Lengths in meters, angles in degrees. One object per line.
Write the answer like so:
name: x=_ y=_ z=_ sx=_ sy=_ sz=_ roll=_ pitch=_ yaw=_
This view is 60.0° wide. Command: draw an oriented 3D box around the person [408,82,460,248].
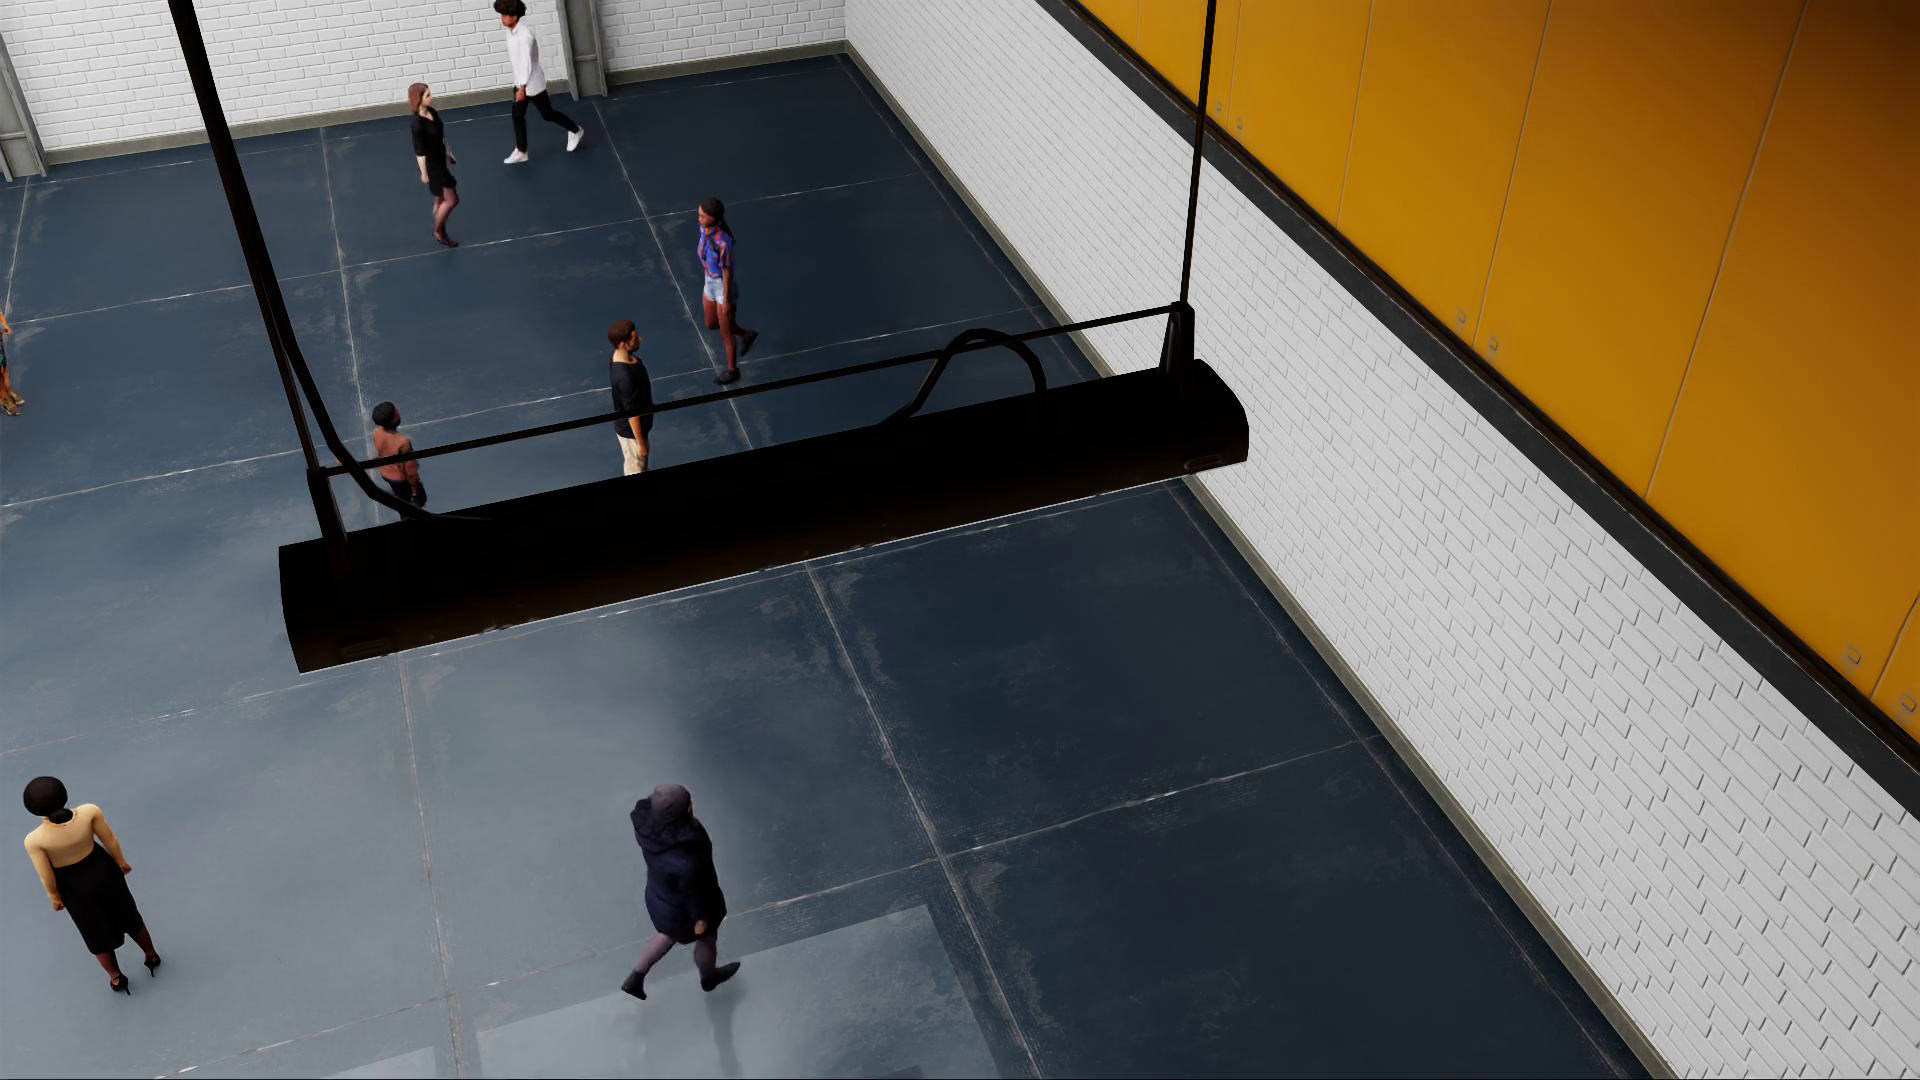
person: x=-5.123 y=-3.581 z=15.982 sx=0.691 sy=1.693 sz=0.674 roll=1 pitch=39 yaw=2

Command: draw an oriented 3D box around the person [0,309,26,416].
person: x=-8.221 y=-1.763 z=13.899 sx=0.748 sy=1.453 sz=0.688 roll=20 pitch=43 yaw=23

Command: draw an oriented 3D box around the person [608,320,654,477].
person: x=-2.458 y=-0.843 z=12.428 sx=0.538 sy=1.851 sz=0.638 roll=-11 pitch=40 yaw=-13

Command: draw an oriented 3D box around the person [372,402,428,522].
person: x=-4.234 y=-0.459 z=12.431 sx=0.706 sy=1.247 sz=0.769 roll=18 pitch=42 yaw=21

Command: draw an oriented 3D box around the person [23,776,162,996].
person: x=-4.794 y=1.894 z=9.158 sx=0.718 sy=1.653 sz=0.608 roll=31 pitch=48 yaw=33

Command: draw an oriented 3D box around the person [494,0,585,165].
person: x=-4.444 y=-4.850 z=17.512 sx=1.243 sy=1.768 sz=0.923 roll=-31 pitch=48 yaw=-33

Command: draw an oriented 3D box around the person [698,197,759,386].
person: x=-1.951 y=-2.151 z=14.162 sx=0.890 sy=1.730 sz=0.763 roll=-30 pitch=47 yaw=-32

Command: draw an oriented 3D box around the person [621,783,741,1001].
person: x=-1.587 y=1.969 z=9.058 sx=1.011 sy=1.662 sz=0.825 roll=-24 pitch=45 yaw=-27
